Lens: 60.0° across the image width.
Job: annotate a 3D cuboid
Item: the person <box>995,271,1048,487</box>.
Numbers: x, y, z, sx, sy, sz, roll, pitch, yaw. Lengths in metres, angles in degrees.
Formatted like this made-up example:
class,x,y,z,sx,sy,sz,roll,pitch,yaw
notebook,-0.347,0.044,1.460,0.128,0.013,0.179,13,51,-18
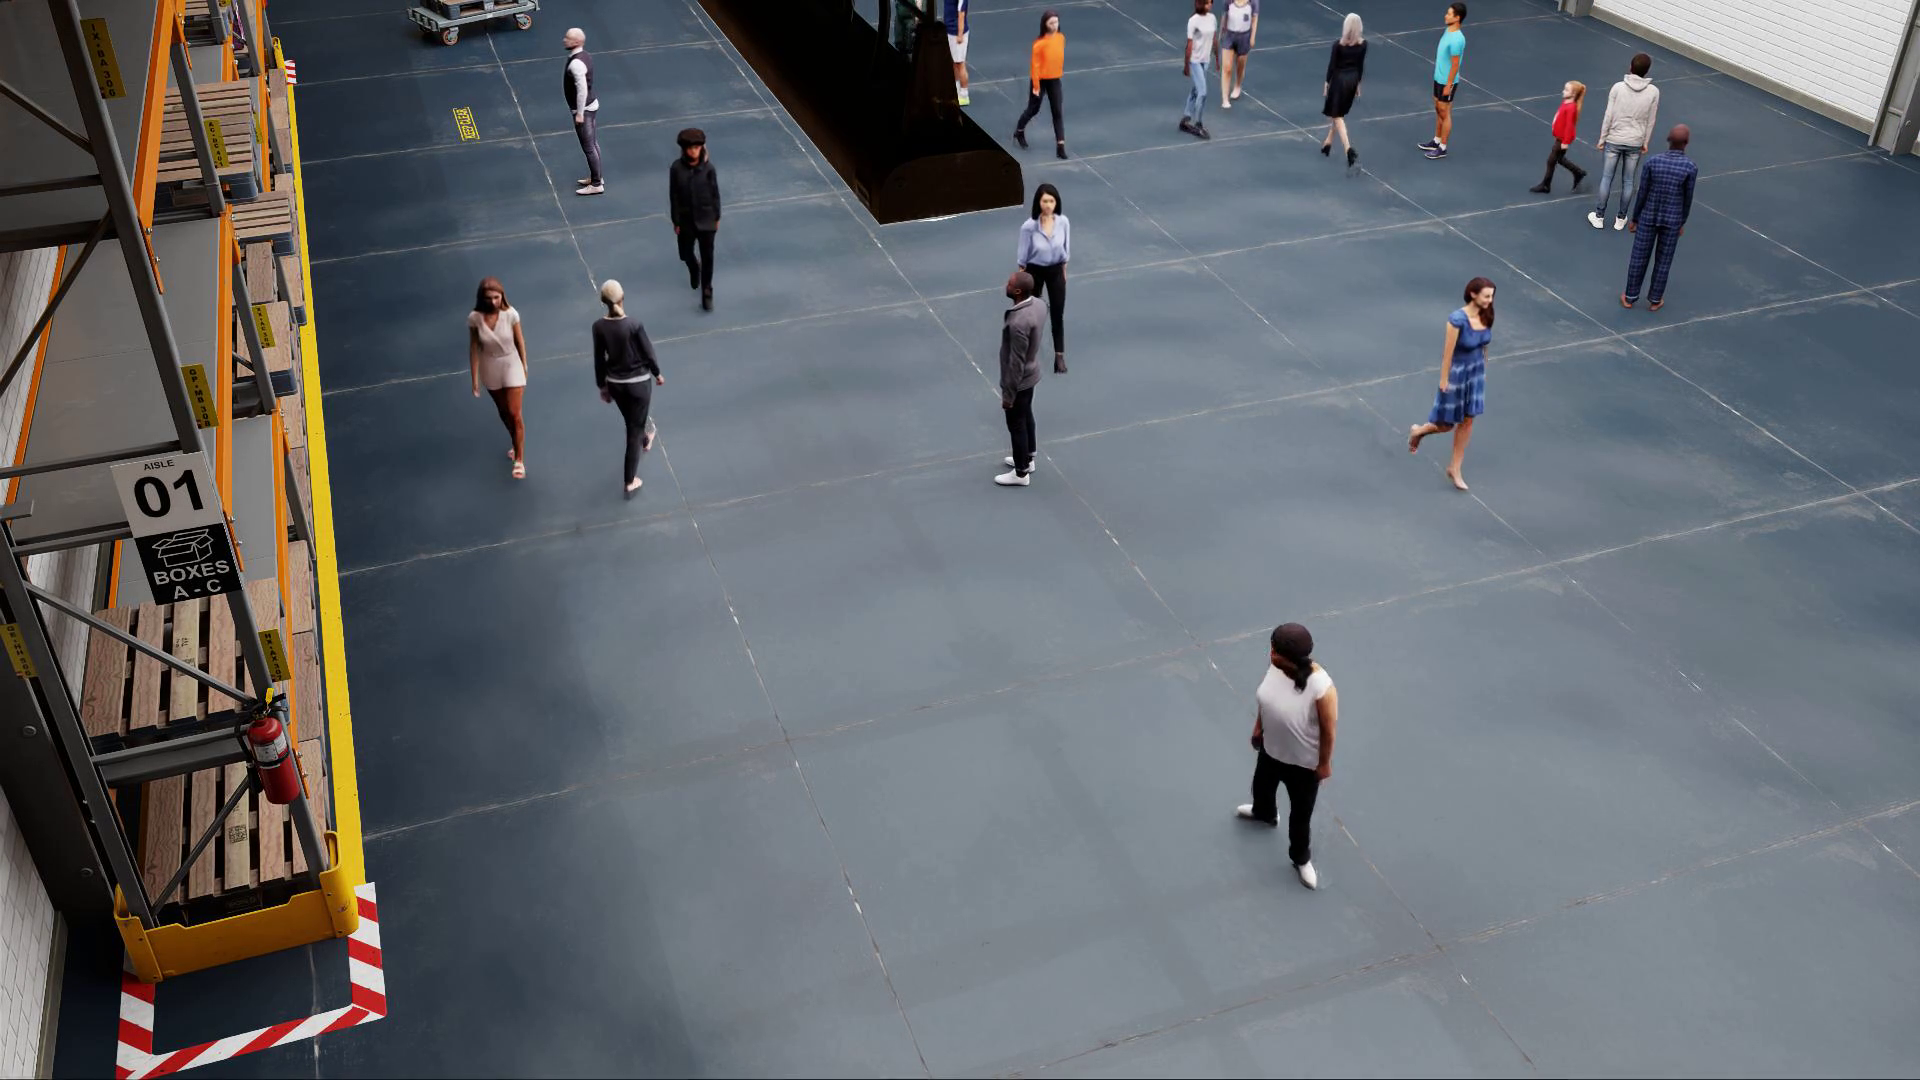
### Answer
class,x,y,z,sx,sy,sz,roll,pitch,yaw
person,0.485,-1.277,13.151,0.868,1.817,0.774,11,35,16

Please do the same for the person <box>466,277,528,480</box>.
class,x,y,z,sx,sy,sz,roll,pitch,yaw
person,-3.692,-1.394,13.468,0.744,1.662,0.966,-1,34,-1

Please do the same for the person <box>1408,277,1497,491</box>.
class,x,y,z,sx,sy,sz,roll,pitch,yaw
person,3.903,-1.253,13.135,0.779,1.795,0.925,-19,38,-26

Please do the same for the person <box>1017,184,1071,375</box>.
class,x,y,z,sx,sy,sz,roll,pitch,yaw
person,0.726,-2.386,14.923,0.769,1.703,1.129,-7,34,-11

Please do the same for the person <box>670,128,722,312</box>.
class,x,y,z,sx,sy,sz,roll,pitch,yaw
person,-2.544,-3.112,15.957,0.736,1.767,0.960,-5,34,-8

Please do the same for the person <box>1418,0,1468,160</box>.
class,x,y,z,sx,sy,sz,roll,pitch,yaw
person,5.656,-5.335,19.292,0.741,1.776,0.592,0,34,1

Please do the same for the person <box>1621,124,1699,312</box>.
class,x,y,z,sx,sy,sz,roll,pitch,yaw
person,6.678,-3.067,15.842,0.764,1.820,0.809,12,35,17

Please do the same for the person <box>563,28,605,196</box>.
class,x,y,z,sx,sy,sz,roll,pitch,yaw
person,-4.153,-4.734,18.348,0.805,1.822,0.626,-3,34,-5

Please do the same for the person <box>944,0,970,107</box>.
class,x,y,z,sx,sy,sz,roll,pitch,yaw
person,-0.047,-6.375,20.813,0.702,1.827,0.513,-13,36,-19

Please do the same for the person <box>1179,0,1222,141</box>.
class,x,y,z,sx,sy,sz,roll,pitch,yaw
person,2.804,-5.727,19.949,0.768,1.704,0.909,-28,43,-36

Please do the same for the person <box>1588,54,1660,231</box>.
class,x,y,z,sx,sy,sz,roll,pitch,yaw
person,6.991,-4.192,17.505,0.760,1.852,0.769,7,34,11

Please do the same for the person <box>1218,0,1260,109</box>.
class,x,y,z,sx,sy,sz,roll,pitch,yaw
person,3.466,-6.261,20.838,0.939,1.609,1.132,8,34,12

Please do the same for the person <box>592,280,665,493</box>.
class,x,y,z,sx,sy,sz,roll,pitch,yaw
person,-2.642,-1.183,13.140,1.004,1.673,1.208,7,34,10

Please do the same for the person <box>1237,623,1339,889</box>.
class,x,y,z,sx,sy,sz,roll,pitch,yaw
person,1.953,1.195,9.562,0.991,1.673,0.626,-25,41,-32

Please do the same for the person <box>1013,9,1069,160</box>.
class,x,y,z,sx,sy,sz,roll,pitch,yaw
person,0.929,-5.313,19.327,0.849,1.702,1.212,-25,41,-32

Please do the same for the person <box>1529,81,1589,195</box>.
class,x,y,z,sx,sy,sz,roll,pitch,yaw
person,6.739,-4.448,18.420,0.788,1.266,0.843,4,34,6

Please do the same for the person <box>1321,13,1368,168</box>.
class,x,y,z,sx,sy,sz,roll,pitch,yaw
person,4.403,-5.097,18.992,0.647,1.713,1.114,-8,34,-12
